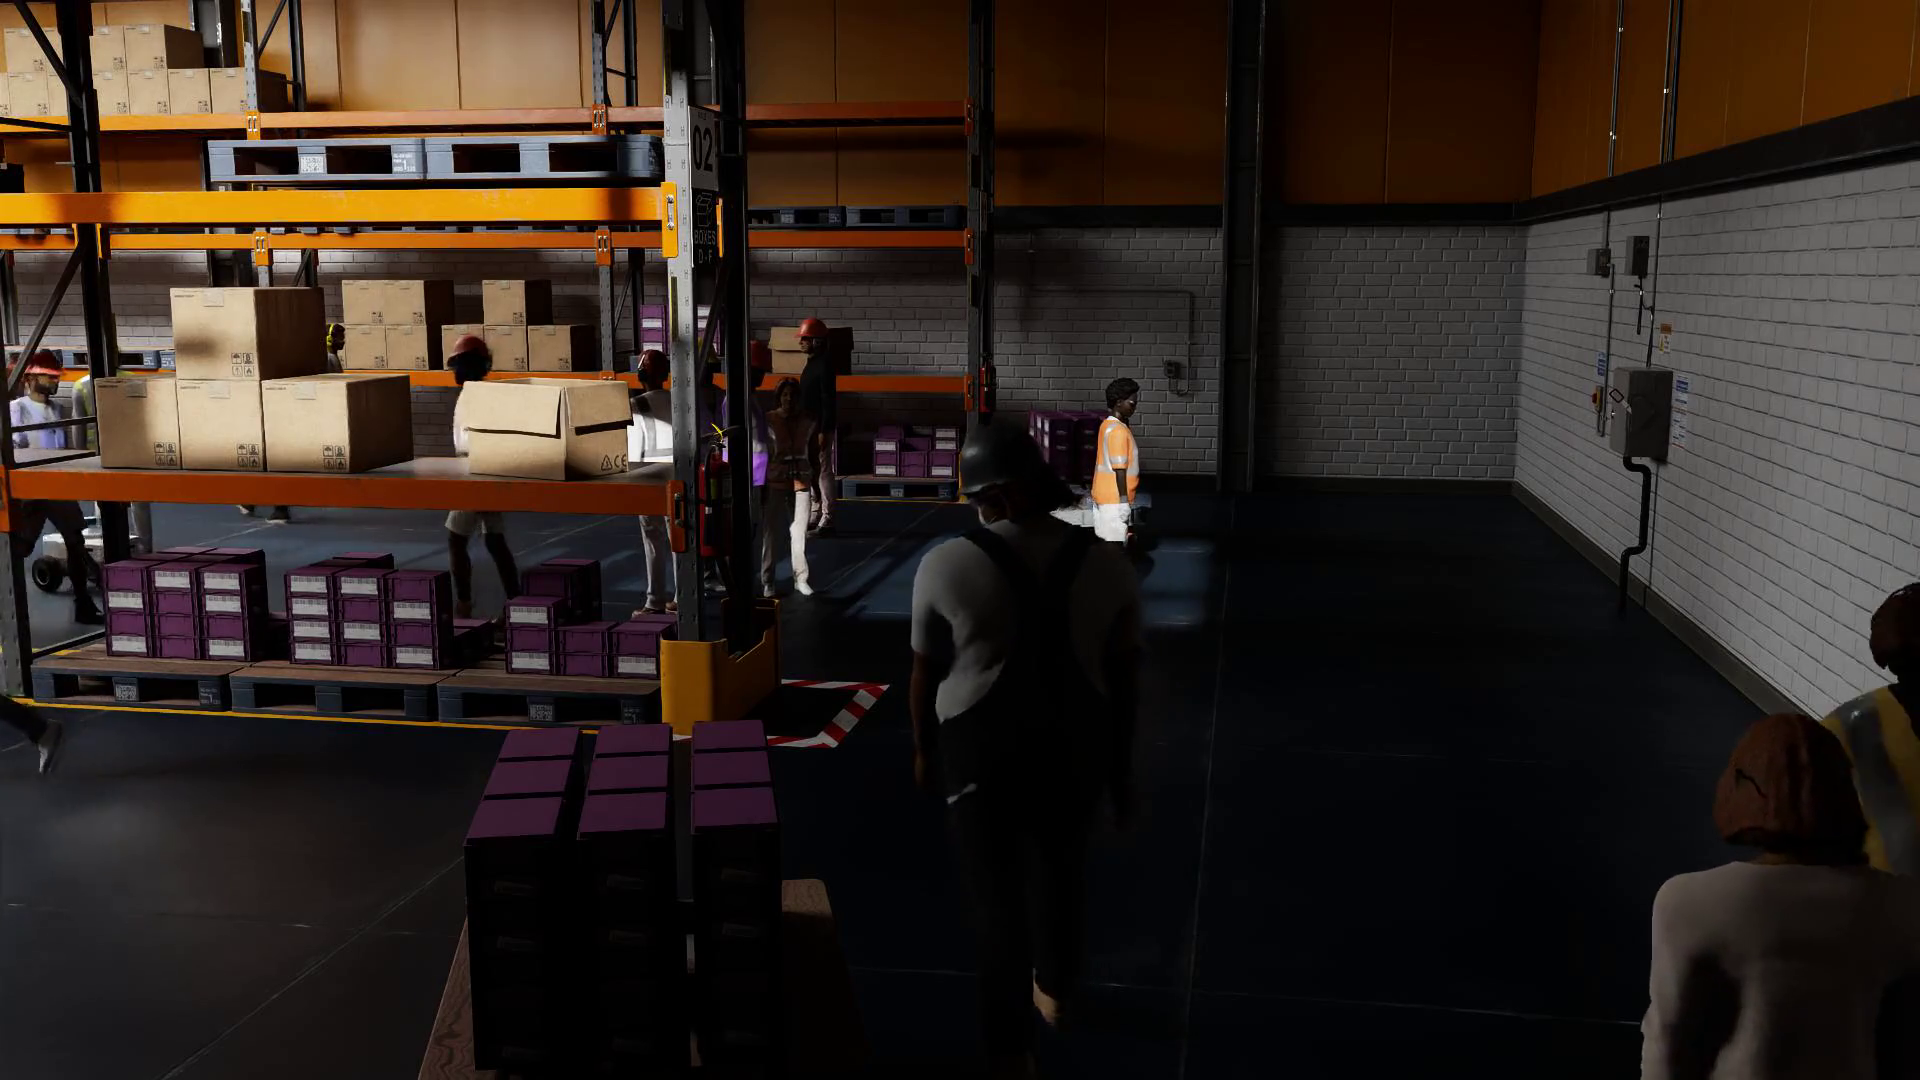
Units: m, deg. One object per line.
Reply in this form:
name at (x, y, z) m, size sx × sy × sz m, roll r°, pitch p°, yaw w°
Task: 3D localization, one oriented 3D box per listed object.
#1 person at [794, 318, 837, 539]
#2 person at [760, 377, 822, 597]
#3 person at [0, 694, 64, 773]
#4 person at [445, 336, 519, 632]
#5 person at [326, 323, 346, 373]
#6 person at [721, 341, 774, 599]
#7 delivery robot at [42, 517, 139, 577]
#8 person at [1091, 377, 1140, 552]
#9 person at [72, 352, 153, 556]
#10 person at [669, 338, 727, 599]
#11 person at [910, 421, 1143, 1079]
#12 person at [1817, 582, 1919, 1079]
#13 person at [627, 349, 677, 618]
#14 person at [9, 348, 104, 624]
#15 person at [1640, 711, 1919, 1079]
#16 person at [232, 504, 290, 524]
person at (-1.307, -1.009, 15.089) m, size 0.377 × 1.995 × 0.608 m, roll -4°, pitch 10°, yaw -23°
person at (-1.278, -0.381, 12.359) m, size 0.527 × 1.649 × 0.369 m, roll -4°, pitch 10°, yaw -22°
person at (-4.625, 0.362, 7.773) m, size 0.657 × 1.604 × 0.509 m, roll -3°, pitch 10°, yaw -17°
person at (-3.235, -0.360, 11.119) m, size 0.659 × 1.980 × 0.701 m, roll 1°, pitch 9°, yaw 6°
person at (-6.652, -1.370, 17.745) m, size 0.324 × 1.864 × 0.567 m, roll -2°, pitch 9°, yaw -14°
person at (-1.470, -0.424, 11.650) m, size 0.376 × 1.933 × 0.544 m, roll 1°, pitch 9°, yaw 8°
delivery robot at (-6.569, 0.067, 12.576) m, size 0.707 × 0.478 × 0.477 m, roll 4°, pitch 10°, yaw 22°
person at (1.070, -0.269, 11.429) m, size 0.322 × 1.692 × 0.530 m, roll -1°, pitch 9°, yaw -5°
person at (-7.059, -0.734, 13.896) m, size 0.629 × 1.837 × 0.429 m, roll -7°, pitch 12°, yaw -38°
person at (-1.915, -0.532, 12.340) m, size 0.368 × 1.927 × 0.587 m, roll 5°, pitch 11°, yaw 30°
person at (0.202, 0.603, 4.946) m, size 0.683 × 2.000 × 0.954 m, roll -2°, pitch 9°, yaw -15°
person at (2.128, 0.969, 3.443) m, size 0.759 × 1.810 × 0.433 m, roll 1°, pitch 9°, yaw 8°
person at (-2.075, -0.367, 11.451) m, size 0.360 × 1.883 × 0.574 m, roll 8°, pitch 12°, yaw 40°
person at (-6.321, -0.361, 11.354) m, size 0.921 × 1.911 × 0.538 m, roll 3°, pitch 10°, yaw 16°
person at (1.502, 1.124, 3.013) m, size 0.512 × 1.607 × 0.675 m, roll 2°, pitch 9°, yaw 10°
person at (-6.824, -1.124, 16.028) m, size 0.997 × 1.910 × 0.612 m, roll 5°, pitch 11°, yaw 29°
